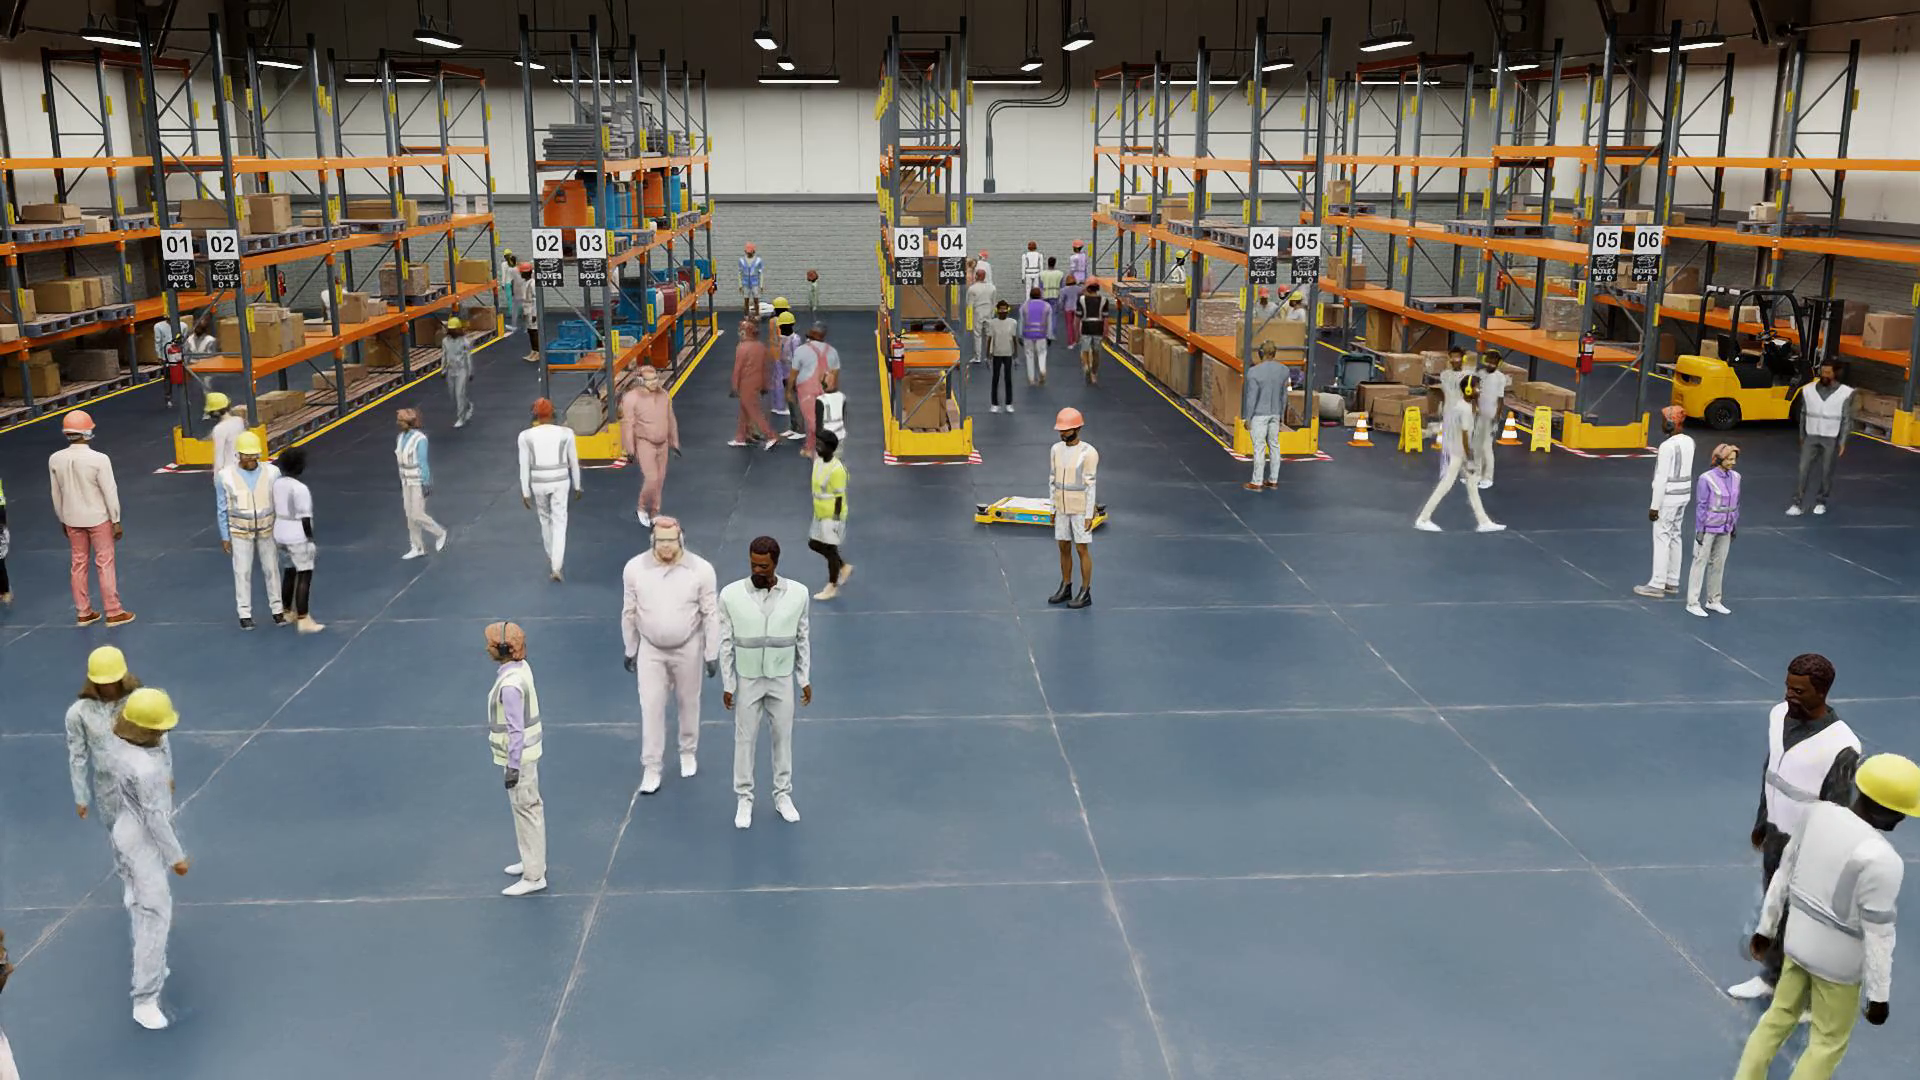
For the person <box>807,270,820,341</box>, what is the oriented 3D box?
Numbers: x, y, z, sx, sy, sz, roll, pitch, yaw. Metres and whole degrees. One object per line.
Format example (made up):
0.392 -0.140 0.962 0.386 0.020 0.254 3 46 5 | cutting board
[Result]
-3.293 -5.257 37.410 0.281 1.633 0.498 -3 14 -14 | person

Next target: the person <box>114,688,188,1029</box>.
-4.099 1.550 8.427 0.353 1.704 0.701 -9 16 -32 | person

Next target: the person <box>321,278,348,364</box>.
-12.486 -4.352 33.243 0.581 1.784 0.967 0 13 2 | person

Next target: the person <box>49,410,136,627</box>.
-7.934 -0.190 15.164 0.613 1.997 0.374 2 13 6 | person

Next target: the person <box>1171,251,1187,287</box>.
5.205 -5.921 39.599 0.369 1.925 0.586 6 15 24 | person

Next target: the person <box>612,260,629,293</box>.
-7.622 -5.442 37.455 0.410 1.987 0.607 -2 13 -9 | person

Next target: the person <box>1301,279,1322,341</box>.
7.871 -5.415 37.712 0.591 1.808 0.722 -11 17 -39 | person

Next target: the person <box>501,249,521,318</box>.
-11.583 -6.599 42.826 0.337 1.761 0.526 10 17 37 | person

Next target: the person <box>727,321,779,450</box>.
-3.017 -2.234 24.119 0.933 1.873 0.647 5 14 22 | person

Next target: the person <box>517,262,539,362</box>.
-8.803 -4.655 33.986 0.383 2.039 0.615 -8 15 -30 | person

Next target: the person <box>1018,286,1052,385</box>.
1.376 -3.759 30.657 0.634 1.826 0.433 0 13 -2 | person

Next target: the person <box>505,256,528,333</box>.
-10.511 -5.826 39.444 0.968 1.802 0.524 11 17 40 | person

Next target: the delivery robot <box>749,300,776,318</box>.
-4.968 -5.790 41.777 0.477 0.478 0.707 11 17 39 | delivery robot

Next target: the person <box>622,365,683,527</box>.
-3.526 -1.076 19.151 0.434 1.887 0.652 10 16 36 | person

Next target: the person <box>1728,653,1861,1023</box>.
4.191 1.478 8.292 0.397 1.911 0.588 -2 13 -7 | person

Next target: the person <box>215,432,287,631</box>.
-6.407 -0.087 15.108 0.595 1.825 0.403 -8 15 -30 | person

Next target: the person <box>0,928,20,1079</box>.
-3.275 2.146 5.601 0.337 1.842 0.515 -9 16 -33 | person

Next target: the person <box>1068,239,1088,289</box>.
2.978 -6.600 42.212 0.364 2.048 0.608 12 18 42 | person

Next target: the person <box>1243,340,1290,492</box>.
3.885 -1.580 21.178 0.634 1.939 0.367 -7 15 -27 | person

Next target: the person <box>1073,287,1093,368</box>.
2.528 -4.214 33.028 0.544 1.613 0.469 -1 13 -3 | person

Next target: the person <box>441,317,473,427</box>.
-7.901 -2.677 26.287 0.487 1.719 0.666 4 14 15 | person

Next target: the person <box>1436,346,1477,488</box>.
6.444 -1.607 21.510 0.505 1.848 0.757 9 16 33 | person

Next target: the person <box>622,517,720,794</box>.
-1.973 0.786 11.291 0.676 1.874 0.845 -1 13 -4 | person

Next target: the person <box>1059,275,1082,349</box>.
2.426 -5.009 36.452 0.509 1.588 0.840 -2 13 -8 | person

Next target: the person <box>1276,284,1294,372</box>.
6.212 -4.049 32.036 0.336 1.747 0.575 8 16 31 | person

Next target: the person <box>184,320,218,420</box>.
-12.249 -2.781 26.968 0.517 1.612 0.726 0 13 1 | person

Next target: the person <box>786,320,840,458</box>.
-1.990 -2.092 23.128 0.696 2.000 0.974 -10 17 -38 | person

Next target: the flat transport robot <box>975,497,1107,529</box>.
0.950 -0.325 19.436 1.431 0.197 0.652 5 14 19 | flat transport robot

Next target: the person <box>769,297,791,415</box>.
-2.940 -3.015 27.282 0.367 1.927 0.584 -5 14 -22 | person

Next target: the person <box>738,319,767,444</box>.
-3.102 -2.368 24.714 0.374 1.843 0.575 5 14 19 | person

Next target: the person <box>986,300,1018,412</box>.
0.699 -3.043 27.534 0.532 1.865 0.311 0 13 0 | person

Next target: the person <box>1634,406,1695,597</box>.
6.912 -0.378 16.226 0.578 1.879 0.368 -12 18 -41 | person

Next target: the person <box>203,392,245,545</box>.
-7.987 -0.779 18.233 0.396 1.730 0.628 2 13 7 | person

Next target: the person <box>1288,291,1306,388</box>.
6.097 -3.648 30.310 0.331 1.767 0.527 -4 14 -16 | person

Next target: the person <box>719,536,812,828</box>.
-1.255 0.896 10.744 0.588 1.915 0.398 -3 14 -14 | person

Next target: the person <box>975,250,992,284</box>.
0.487 -6.608 42.958 0.678 1.722 0.512 7 15 27 | person

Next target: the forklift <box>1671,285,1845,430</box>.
12.503 -2.886 26.166 2.313 2.155 1.214 -1 13 -3 | forklift

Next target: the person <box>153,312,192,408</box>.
-13.271 -3.113 28.088 0.562 1.743 0.337 -12 18 -40 | person

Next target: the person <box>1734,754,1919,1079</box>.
3.709 1.762 7.154 0.484 1.875 0.712 -2 14 -10 | person

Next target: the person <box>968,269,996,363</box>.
0.418 -4.559 33.866 0.638 1.911 0.402 -7 15 -28 | person

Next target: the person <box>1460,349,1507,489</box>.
6.749 -1.559 21.326 0.416 1.828 0.597 -5 14 -22 | person

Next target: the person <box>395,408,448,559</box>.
-5.777 -0.603 17.699 0.531 1.627 0.415 11 17 40 | person

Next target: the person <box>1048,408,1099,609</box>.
1.049 -0.303 15.808 0.539 1.929 0.388 11 17 40 | person

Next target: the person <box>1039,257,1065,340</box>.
2.099 -5.536 38.115 0.608 1.867 1.014 1 13 3 | person

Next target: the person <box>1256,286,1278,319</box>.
5.772 -3.962 31.696 0.569 1.745 0.342 2 13 7 | person

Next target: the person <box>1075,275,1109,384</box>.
2.429 -3.837 30.561 0.612 2.023 0.693 0 13 2 | person

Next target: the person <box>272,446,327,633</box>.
-6.050 -0.021 15.116 0.556 1.696 0.320 10 16 35 | person

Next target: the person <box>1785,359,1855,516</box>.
10.176 -1.191 19.668 0.607 1.880 0.912 12 18 40 | person

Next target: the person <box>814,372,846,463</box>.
-1.592 -1.269 20.542 0.374 1.626 0.515 11 17 40 | person

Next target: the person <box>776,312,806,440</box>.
-2.556 -2.475 25.026 0.410 1.918 0.585 -6 14 -23 | person

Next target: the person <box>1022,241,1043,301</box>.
1.924 -6.992 44.221 0.578 1.884 0.353 -2 13 -9 | person

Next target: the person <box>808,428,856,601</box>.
-1.241 -0.253 16.083 0.427 1.684 0.550 -7 15 -28 | person

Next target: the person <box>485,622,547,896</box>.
-2.598 1.269 9.751 0.311 1.639 0.521 -2 13 -10 | person

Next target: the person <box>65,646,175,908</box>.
-4.684 1.355 9.316 0.503 1.674 0.872 -6 14 -23 | person

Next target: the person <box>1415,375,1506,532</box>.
5.701 -0.972 18.880 0.997 1.820 0.557 4 14 16 | person

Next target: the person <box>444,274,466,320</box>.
-12.284 -6.037 40.568 0.508 1.687 0.632 -3 14 -14 | person

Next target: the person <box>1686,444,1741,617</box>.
7.060 -0.094 15.551 0.513 1.632 0.311 -6 15 -24 | person

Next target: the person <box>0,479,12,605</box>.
-9.147 -0.095 15.486 0.547 1.643 0.898 -5 14 -22 | person

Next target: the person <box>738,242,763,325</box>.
-5.172 -6.326 41.064 0.613 2.041 0.393 1 13 3 | person

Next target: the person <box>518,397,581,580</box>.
-4.177 -0.533 16.954 0.589 1.844 0.967 -2 14 -10 | person
